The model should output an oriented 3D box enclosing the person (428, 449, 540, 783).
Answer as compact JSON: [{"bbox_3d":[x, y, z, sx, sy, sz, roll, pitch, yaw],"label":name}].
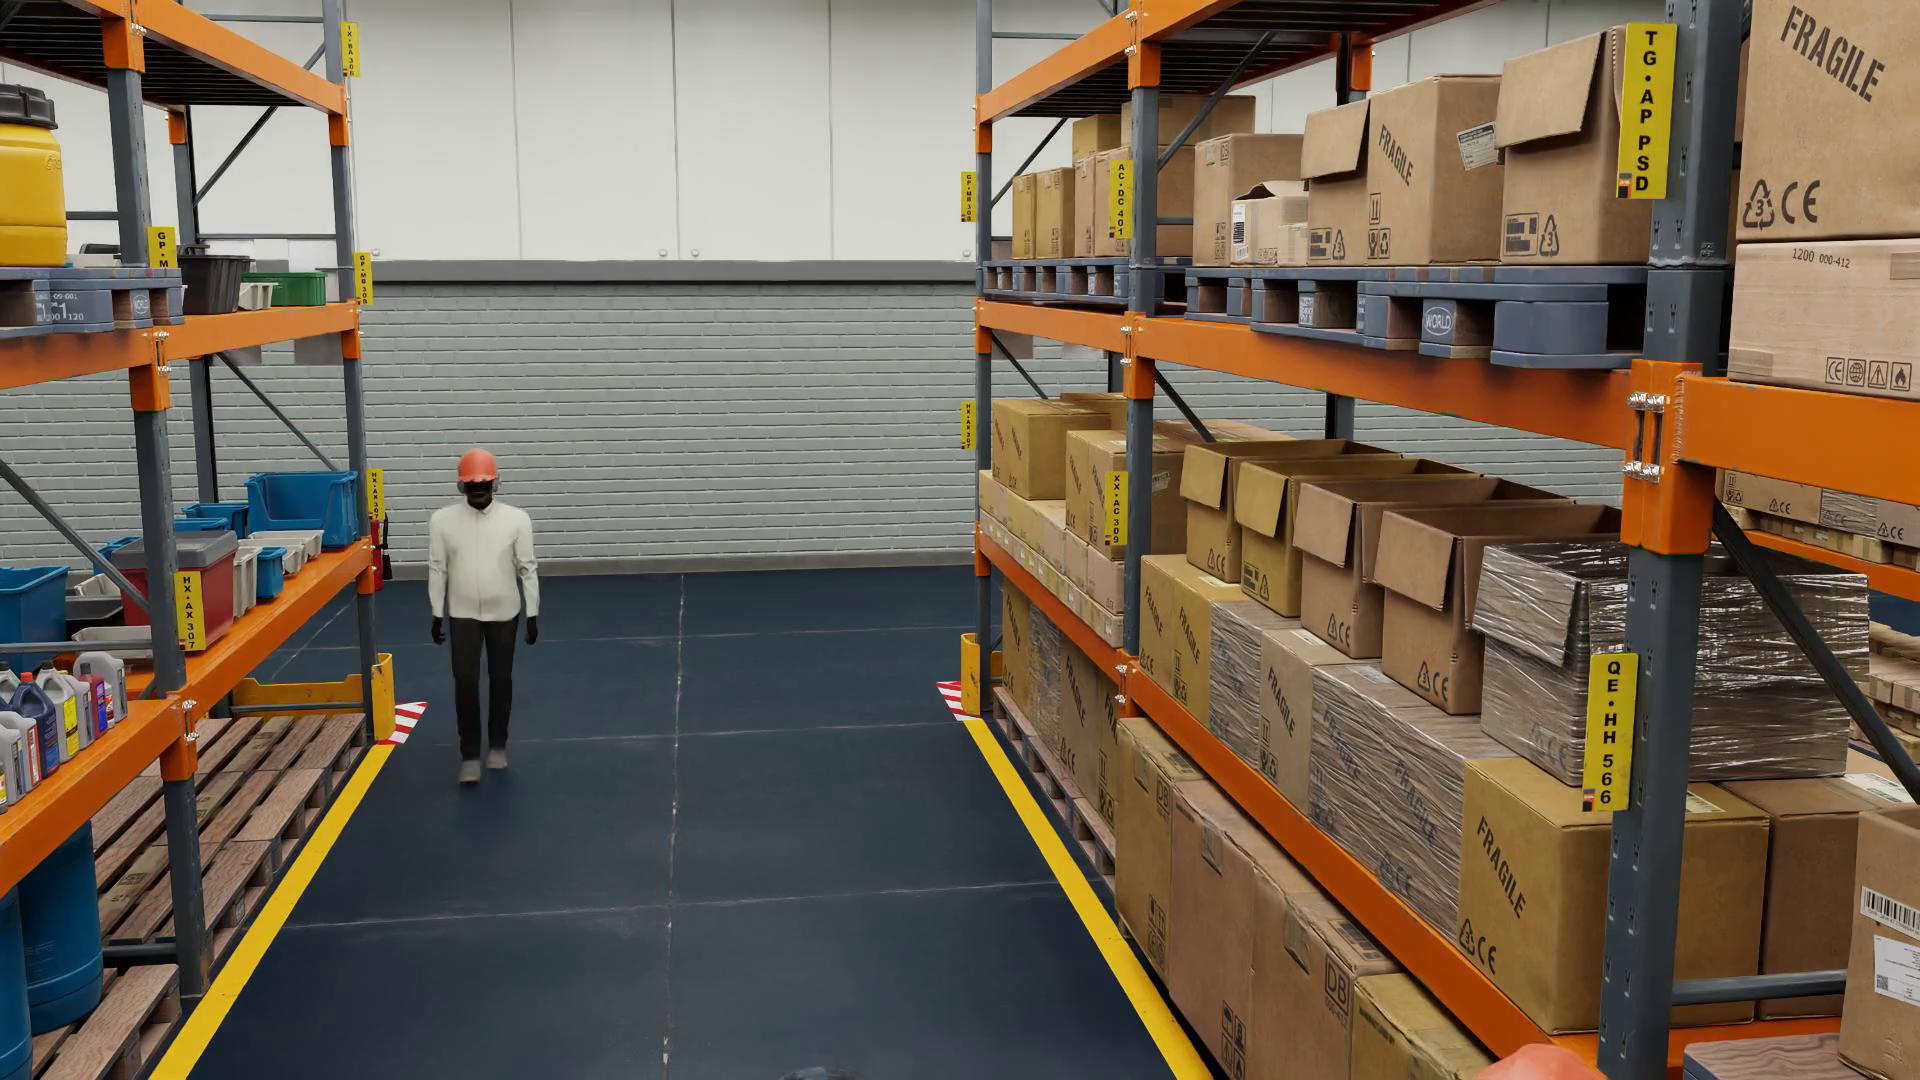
[{"bbox_3d":[-2.822,0.457,9.880,0.646,1.968,0.806,-3,10,-16],"label":"person"}]

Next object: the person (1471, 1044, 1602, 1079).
[{"bbox_3d":[0.739,1.666,2.231,0.605,2.038,0.394,1,9,8],"label":"person"}]
